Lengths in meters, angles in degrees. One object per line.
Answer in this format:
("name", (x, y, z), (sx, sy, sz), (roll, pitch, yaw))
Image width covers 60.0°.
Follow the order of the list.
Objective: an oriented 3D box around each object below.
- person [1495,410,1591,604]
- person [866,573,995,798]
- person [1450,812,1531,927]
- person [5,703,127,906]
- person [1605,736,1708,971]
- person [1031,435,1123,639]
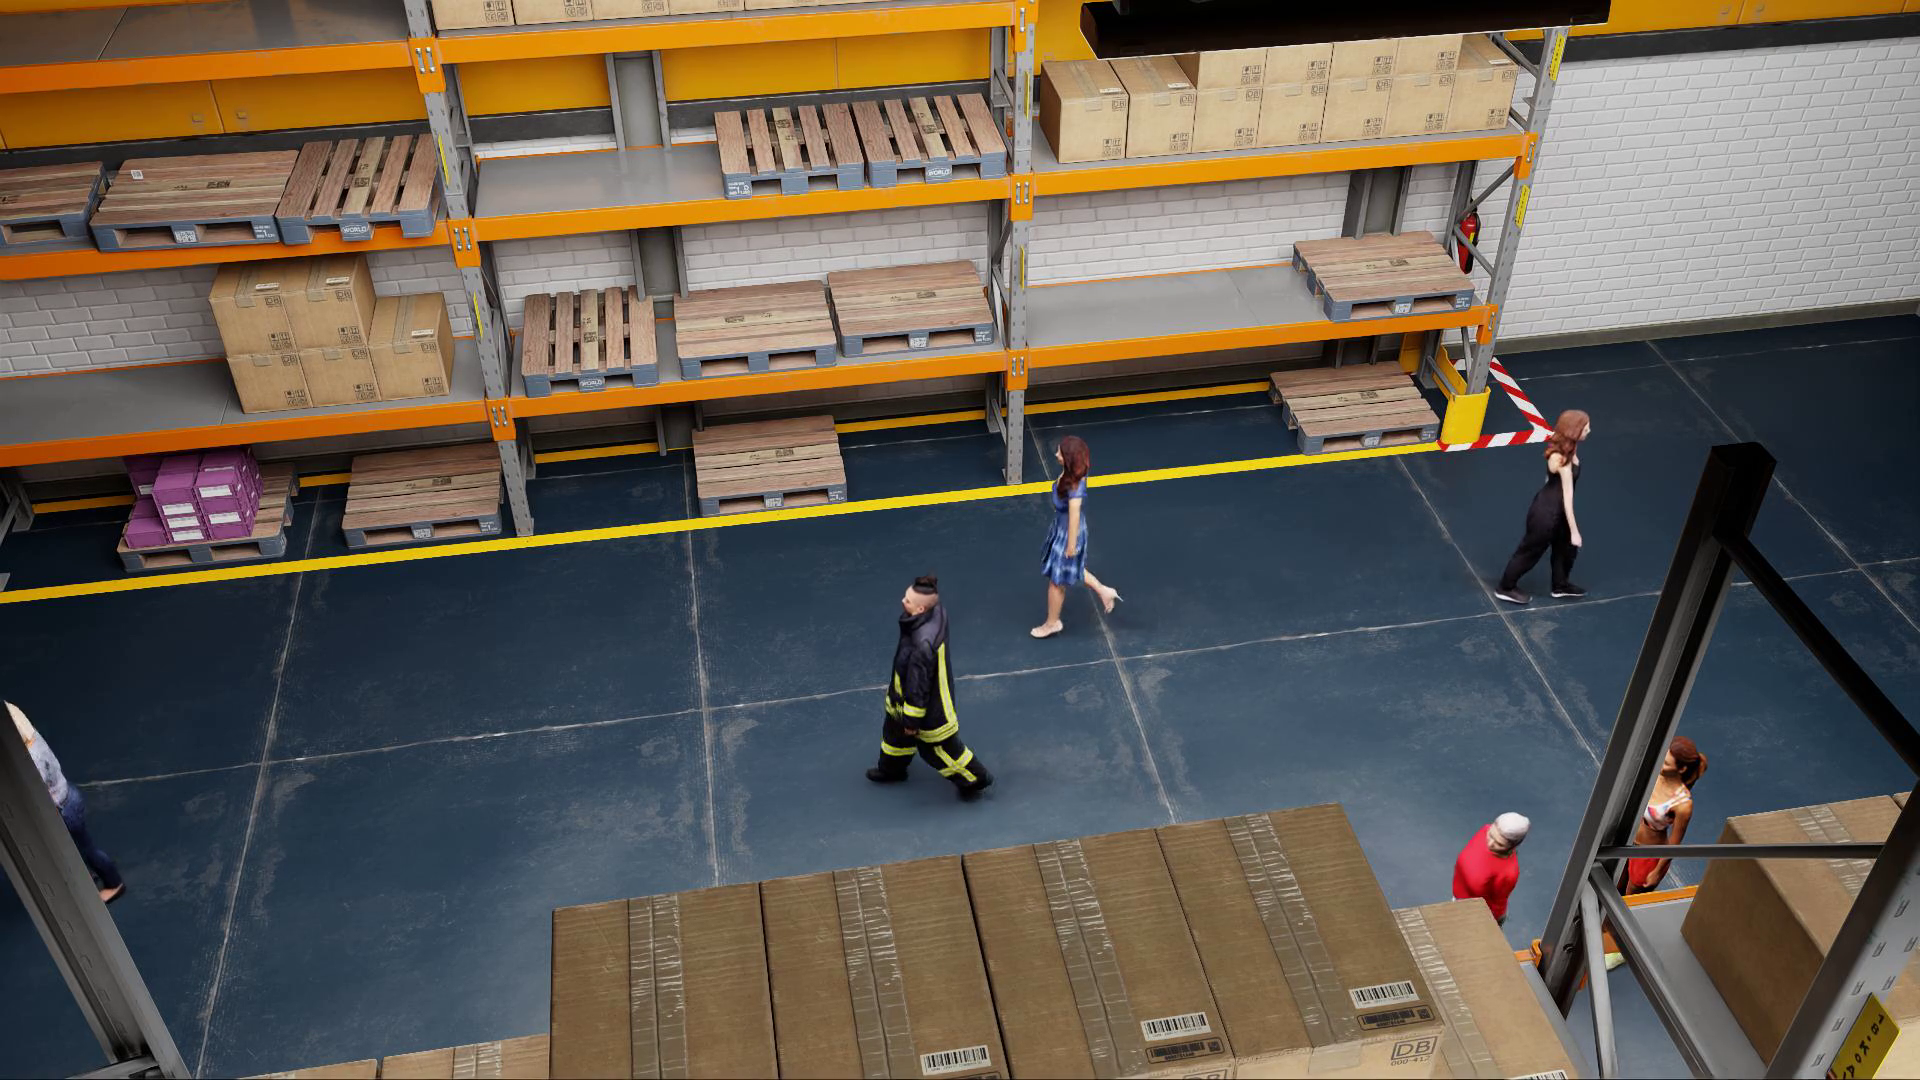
("person", (4.224, -0.213, 12.165), (0.988, 1.726, 0.832), (11, 40, 14))
("person", (-0.150, 0.971, 10.599), (1.177, 1.830, 0.915), (1, 39, 1))
("person", (2.992, 2.071, 9.348), (0.773, 1.672, 0.581), (-4, 39, -5))
("person", (-5.326, 1.550, 9.972), (0.742, 1.709, 0.708), (-32, 48, -33))
("person", (3.942, 1.793, 9.602), (0.592, 1.791, 0.598), (-11, 40, -14))
("person", (0.840, 0.000, 11.845), (0.965, 1.794, 0.788), (2, 39, 2))
